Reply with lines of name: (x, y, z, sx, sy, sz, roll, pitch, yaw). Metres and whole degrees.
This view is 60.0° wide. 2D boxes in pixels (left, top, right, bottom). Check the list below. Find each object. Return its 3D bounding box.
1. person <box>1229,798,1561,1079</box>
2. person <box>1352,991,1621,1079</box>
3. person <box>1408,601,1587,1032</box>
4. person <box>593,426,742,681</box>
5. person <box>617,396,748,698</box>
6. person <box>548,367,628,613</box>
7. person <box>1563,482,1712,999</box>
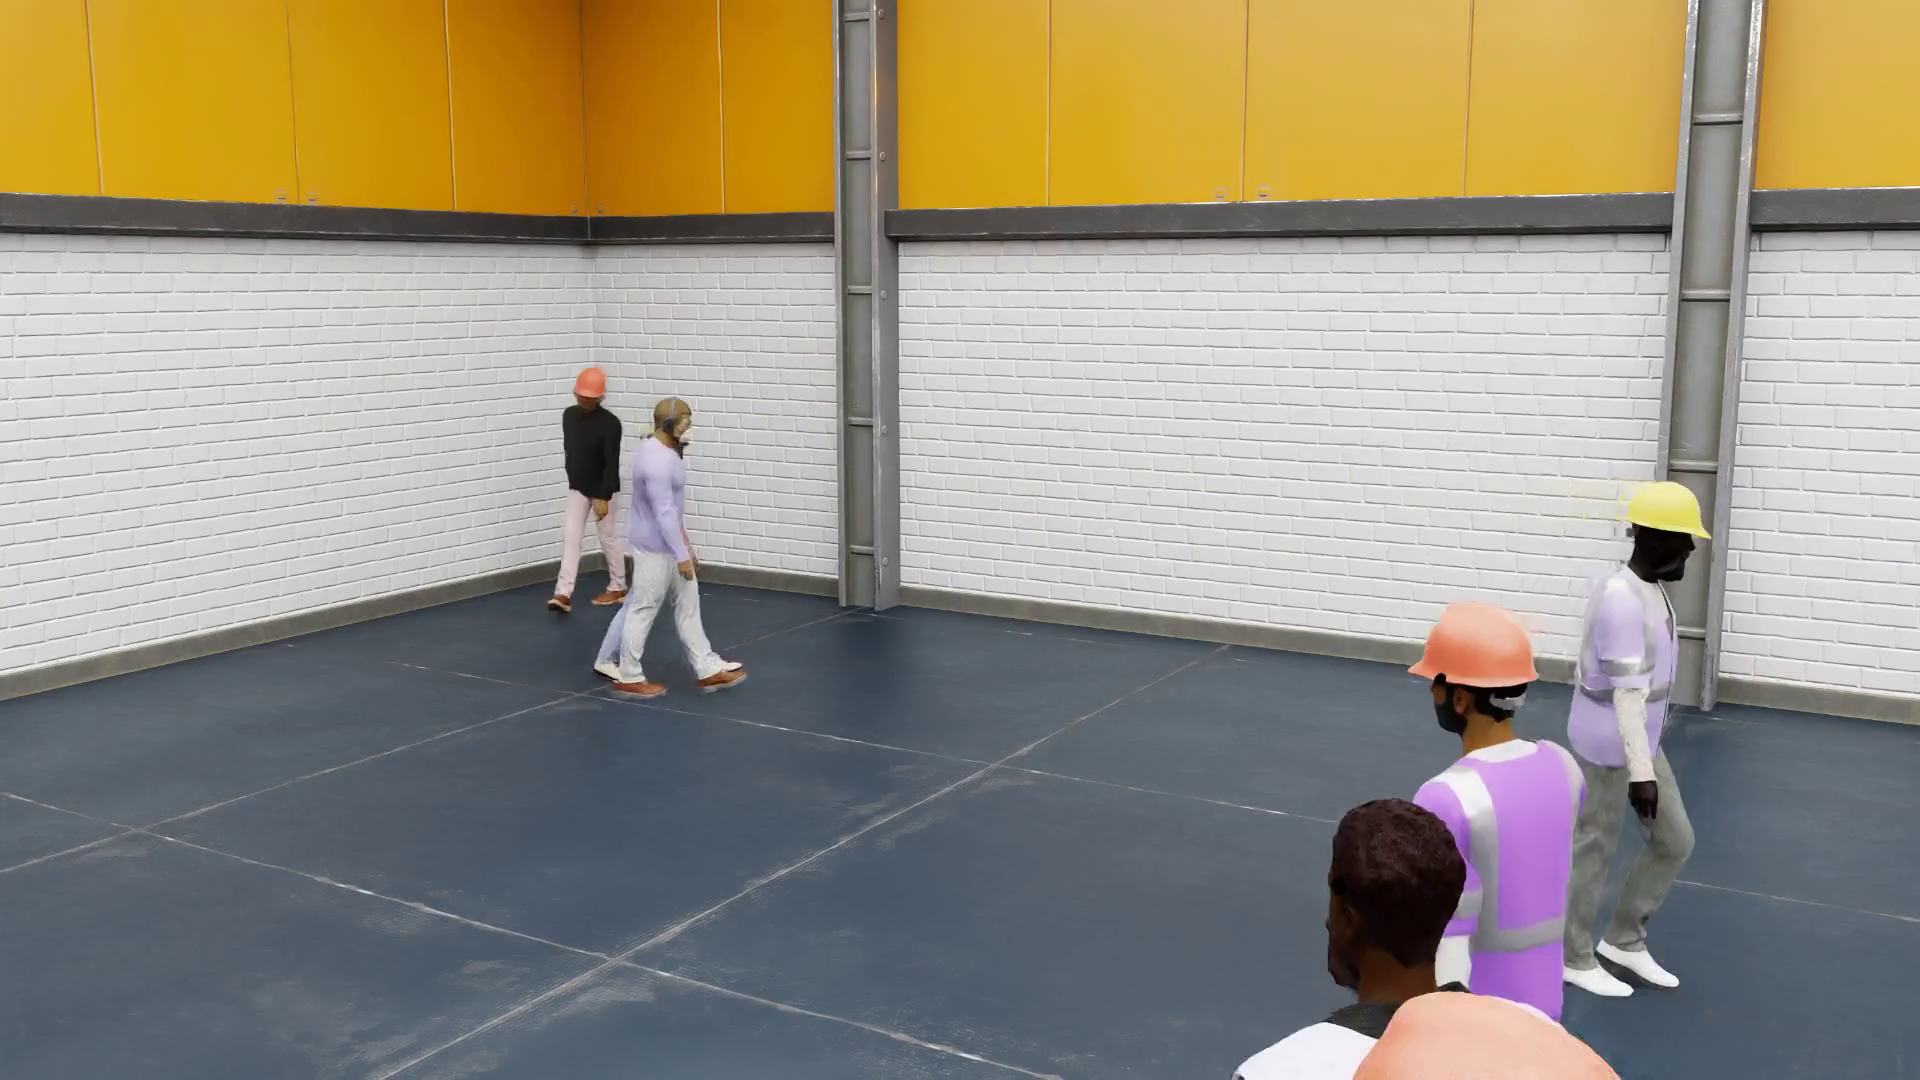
person: (0.662, 1.320, 2.543, 0.605, 1.869, 1.031, -4, 10, -24)
person: (0.472, 1.394, 1.551, 0.408, 2.027, 0.624, 9, 13, 43)
person: (1.222, 1.079, 3.995, 0.552, 1.886, 1.006, -5, 10, -29)
person: (-1.955, 0.070, 10.833, 0.956, 1.708, 0.540, -1, 9, -4)
person: (-1.750, 0.058, 10.294, 0.847, 1.896, 0.646, 0, 9, -2)
person: (-2.924, -0.382, 12.958, 0.681, 1.922, 0.968, 5, 10, 26)
person: (2.443, 0.742, 6.001, 0.577, 1.900, 0.619, 7, 12, 38)
